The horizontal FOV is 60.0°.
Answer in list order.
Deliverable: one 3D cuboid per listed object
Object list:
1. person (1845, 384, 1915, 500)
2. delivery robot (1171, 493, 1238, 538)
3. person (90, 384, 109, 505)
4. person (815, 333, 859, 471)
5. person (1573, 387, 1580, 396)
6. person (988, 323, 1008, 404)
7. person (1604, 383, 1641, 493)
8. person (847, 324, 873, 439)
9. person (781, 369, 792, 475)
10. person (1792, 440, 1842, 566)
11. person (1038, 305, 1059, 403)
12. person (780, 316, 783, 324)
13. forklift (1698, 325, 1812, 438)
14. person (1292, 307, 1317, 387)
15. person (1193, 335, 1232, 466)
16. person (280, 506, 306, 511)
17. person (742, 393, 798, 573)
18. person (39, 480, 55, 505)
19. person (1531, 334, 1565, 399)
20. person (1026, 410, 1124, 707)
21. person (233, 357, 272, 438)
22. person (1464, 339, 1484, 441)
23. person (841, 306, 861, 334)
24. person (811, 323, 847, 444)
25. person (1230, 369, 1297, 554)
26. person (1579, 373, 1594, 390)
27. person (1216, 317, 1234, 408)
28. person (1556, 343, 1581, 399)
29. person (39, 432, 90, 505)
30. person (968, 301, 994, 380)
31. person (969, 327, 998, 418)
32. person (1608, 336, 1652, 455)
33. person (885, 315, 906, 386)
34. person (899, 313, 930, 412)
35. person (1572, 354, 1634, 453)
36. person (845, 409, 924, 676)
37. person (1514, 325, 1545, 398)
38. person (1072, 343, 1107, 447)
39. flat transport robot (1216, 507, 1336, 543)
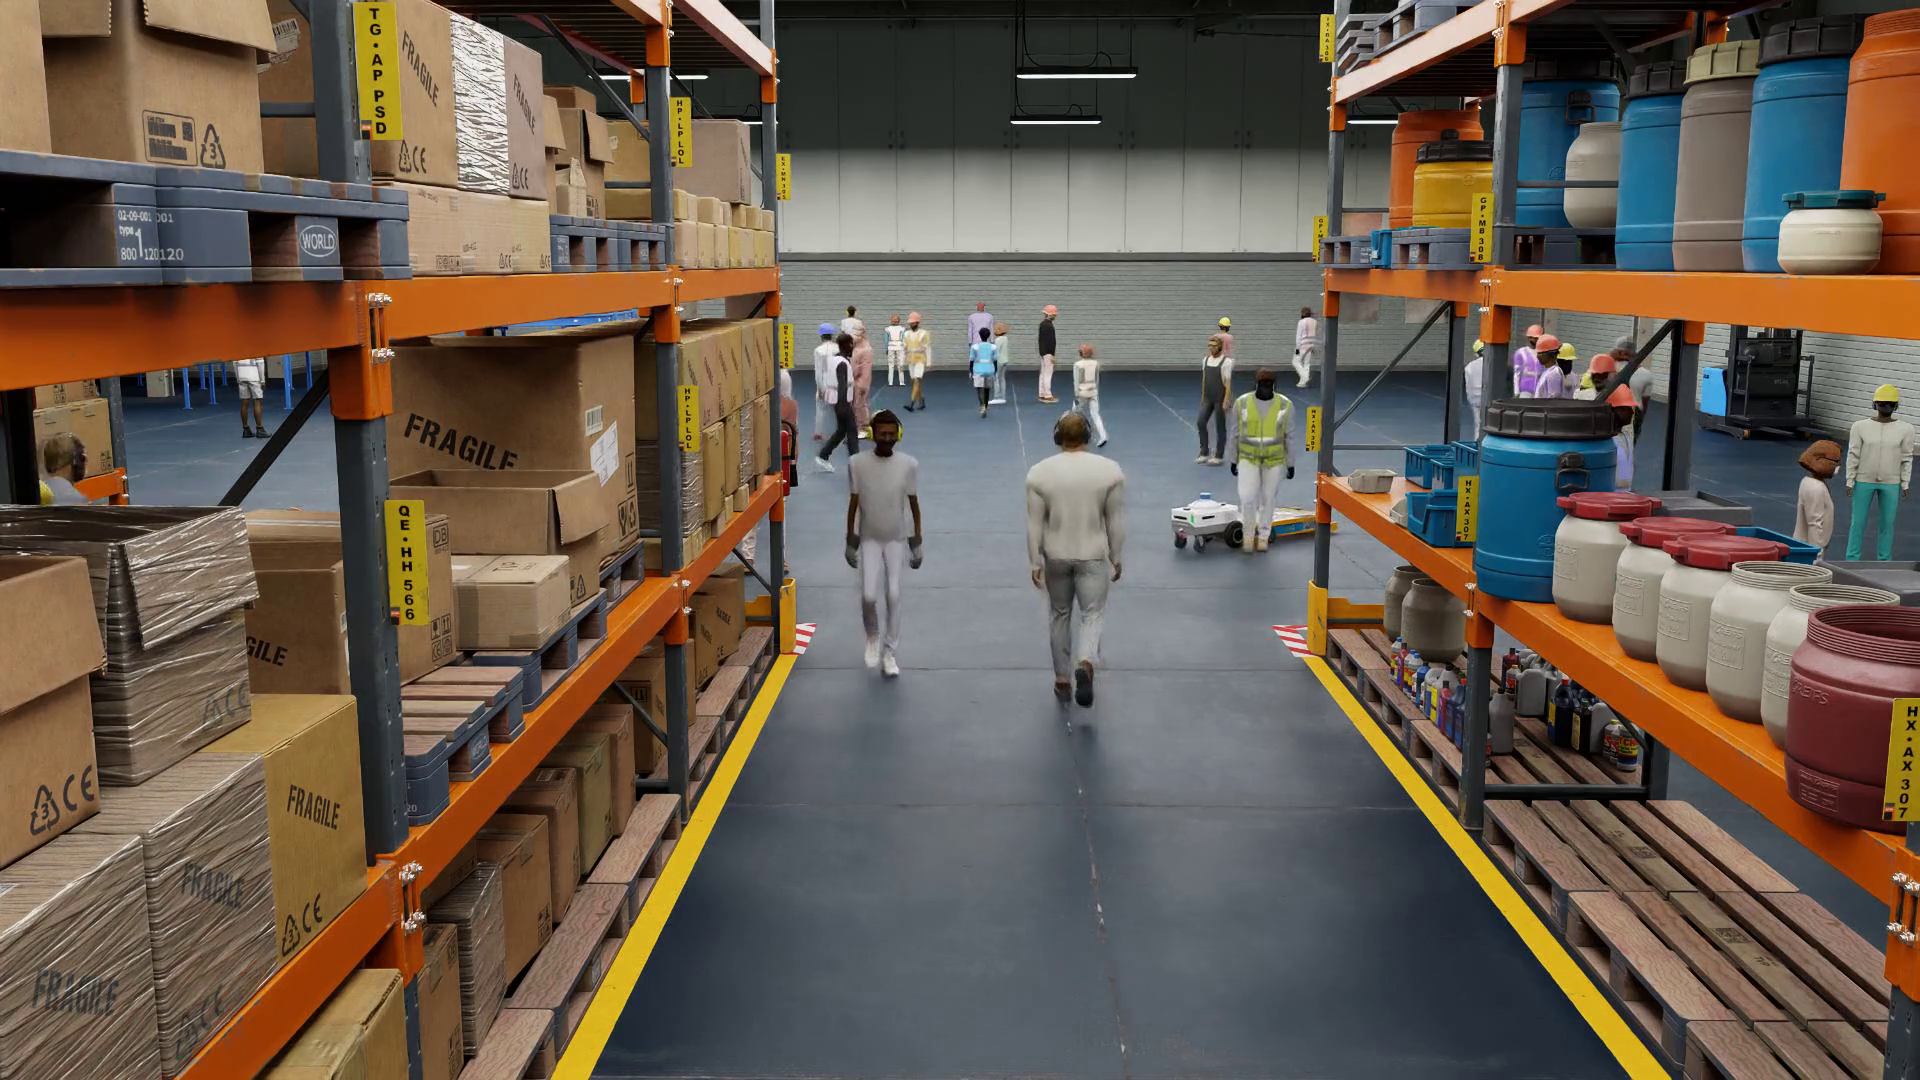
[{"bbox_3d":[8.242,-0.514,14.935,0.530,1.772,0.303,4,10,23],"label":"person"},{"bbox_3d":[2.453,-0.228,16.702,0.707,0.478,0.477,-8,12,-38],"label":"delivery robot"},{"bbox_3d":[-8.437,-0.702,16.233,0.503,1.711,0.815,-8,12,-40],"label":"person"},{"bbox_3d":[-1.599,-1.866,22.664,0.780,1.898,0.602,-1,10,-7],"label":"person"},{"bbox_3d":[6.903,-1.046,17.950,0.615,1.843,1.017,4,10,23],"label":"person"},{"bbox_3d":[0.793,-3.569,33.672,0.325,1.629,0.514,5,11,27],"label":"person"},{"bbox_3d":[4.945,-0.218,12.647,0.347,1.943,0.545,9,13,44],"label":"person"},{"bbox_3d":[-1.627,-2.556,26.881,0.479,1.866,0.694,-7,12,-36],"label":"person"},{"bbox_3d":[-2.360,-1.509,20.628,0.659,1.872,0.908,6,11,30],"label":"person"},{"bbox_3d":[5.926,0.116,11.567,0.283,1.633,0.498,4,10,21],"label":"person"},{"bbox_3d":[1.813,-3.820,34.068,0.401,1.990,0.622,-3,10,-17],"label":"person"},{"bbox_3d":[-4.587,-4.948,41.252,0.509,1.857,0.660,-6,11,-30],"label":"person"},{"bbox_3d":[13.248,-3.165,27.620,1.129,2.768,1.873,0,9,1],"label":"forklift"},{"bbox_3d":[7.884,-4.399,38.021,0.660,1.832,0.442,-8,12,-40],"label":"person"},{"bbox_3d":[3.523,-1.953,23.369,0.632,1.828,0.541,-9,13,-44],"label":"person"},{"bbox_3d":[-3.337,0.642,8.400,0.513,1.640,0.307,0,9,-2],"label":"person"},{"bbox_3d":[-1.789,-0.685,15.319,0.613,1.984,0.405,-2,10,-9],"label":"person"},{"bbox_3d":[-4.253,0.645,7.678,0.591,1.869,0.971,0,9,-2],"label":"person"},{"bbox_3d":[6.658,-1.317,18.938,0.378,2.040,0.607,2,10,14],"label":"person"},{"bbox_3d":[0.734,0.123,10.697,0.635,1.917,0.782,1,10,6],"label":"person"},{"bbox_3d":[-11.591,-2.644,27.189,0.545,1.939,0.373,3,10,16],"label":"person"},{"bbox_3d":[7.402,-1.920,23.345,0.660,1.772,0.731,7,12,37],"label":"person"},{"bbox_3d":[-2.568,-4.590,39.153,0.524,1.844,0.663,-4,10,-21],"label":"person"},{"bbox_3d":[-2.021,-2.470,26.271,0.618,1.912,0.979,-7,12,-36],"label":"person"},{"bbox_3d":[2.960,-0.757,16.245,0.648,1.810,0.845,2,10,10],"label":"person"},{"bbox_3d":[6.373,-0.871,17.122,0.538,1.743,0.518,-4,10,-24],"label":"person"},{"bbox_3d":[5.212,-3.508,32.882,0.311,1.769,0.522,-9,13,-42],"label":"person"},{"bbox_3d":[6.931,-1.310,19.233,0.590,1.926,0.388,-4,10,-23],"label":"person"},{"bbox_3d":[-5.080,0.343,9.429,0.651,1.883,0.957,6,11,32],"label":"person"},{"bbox_3d":[0.510,-4.853,40.518,0.643,1.909,0.409,-1,10,-5],"label":"person"},{"bbox_3d":[0.451,-3.093,30.680,0.532,1.665,0.793,-2,10,-11],"label":"person"},{"bbox_3d":[7.679,-1.385,19.469,0.692,2.000,0.894,2,10,14],"label":"person"},{"bbox_3d":[-1.485,-4.385,38.509,0.514,1.641,0.307,1,9,3],"label":"person"},{"bbox_3d":[-0.875,-3.426,32.025,0.566,1.882,0.994,5,11,27],"label":"person"},{"bbox_3d":[6.095,-0.801,16.050,0.686,1.971,0.623,-7,12,-37],"label":"person"},{"bbox_3d":[-0.518,0.018,11.483,0.546,1.853,0.393,-1,10,-9],"label":"person"},{"bbox_3d":[8.581,-2.246,24.846,0.570,1.919,0.650,0,9,2],"label":"person"},{"bbox_3d":[1.993,-2.252,25.850,0.532,1.603,0.838,-6,11,-33],"label":"person"},{"bbox_3d":[3.240,-0.168,17.472,1.431,0.197,0.652,-7,12,-38],"label":"flat transport robot"}]
